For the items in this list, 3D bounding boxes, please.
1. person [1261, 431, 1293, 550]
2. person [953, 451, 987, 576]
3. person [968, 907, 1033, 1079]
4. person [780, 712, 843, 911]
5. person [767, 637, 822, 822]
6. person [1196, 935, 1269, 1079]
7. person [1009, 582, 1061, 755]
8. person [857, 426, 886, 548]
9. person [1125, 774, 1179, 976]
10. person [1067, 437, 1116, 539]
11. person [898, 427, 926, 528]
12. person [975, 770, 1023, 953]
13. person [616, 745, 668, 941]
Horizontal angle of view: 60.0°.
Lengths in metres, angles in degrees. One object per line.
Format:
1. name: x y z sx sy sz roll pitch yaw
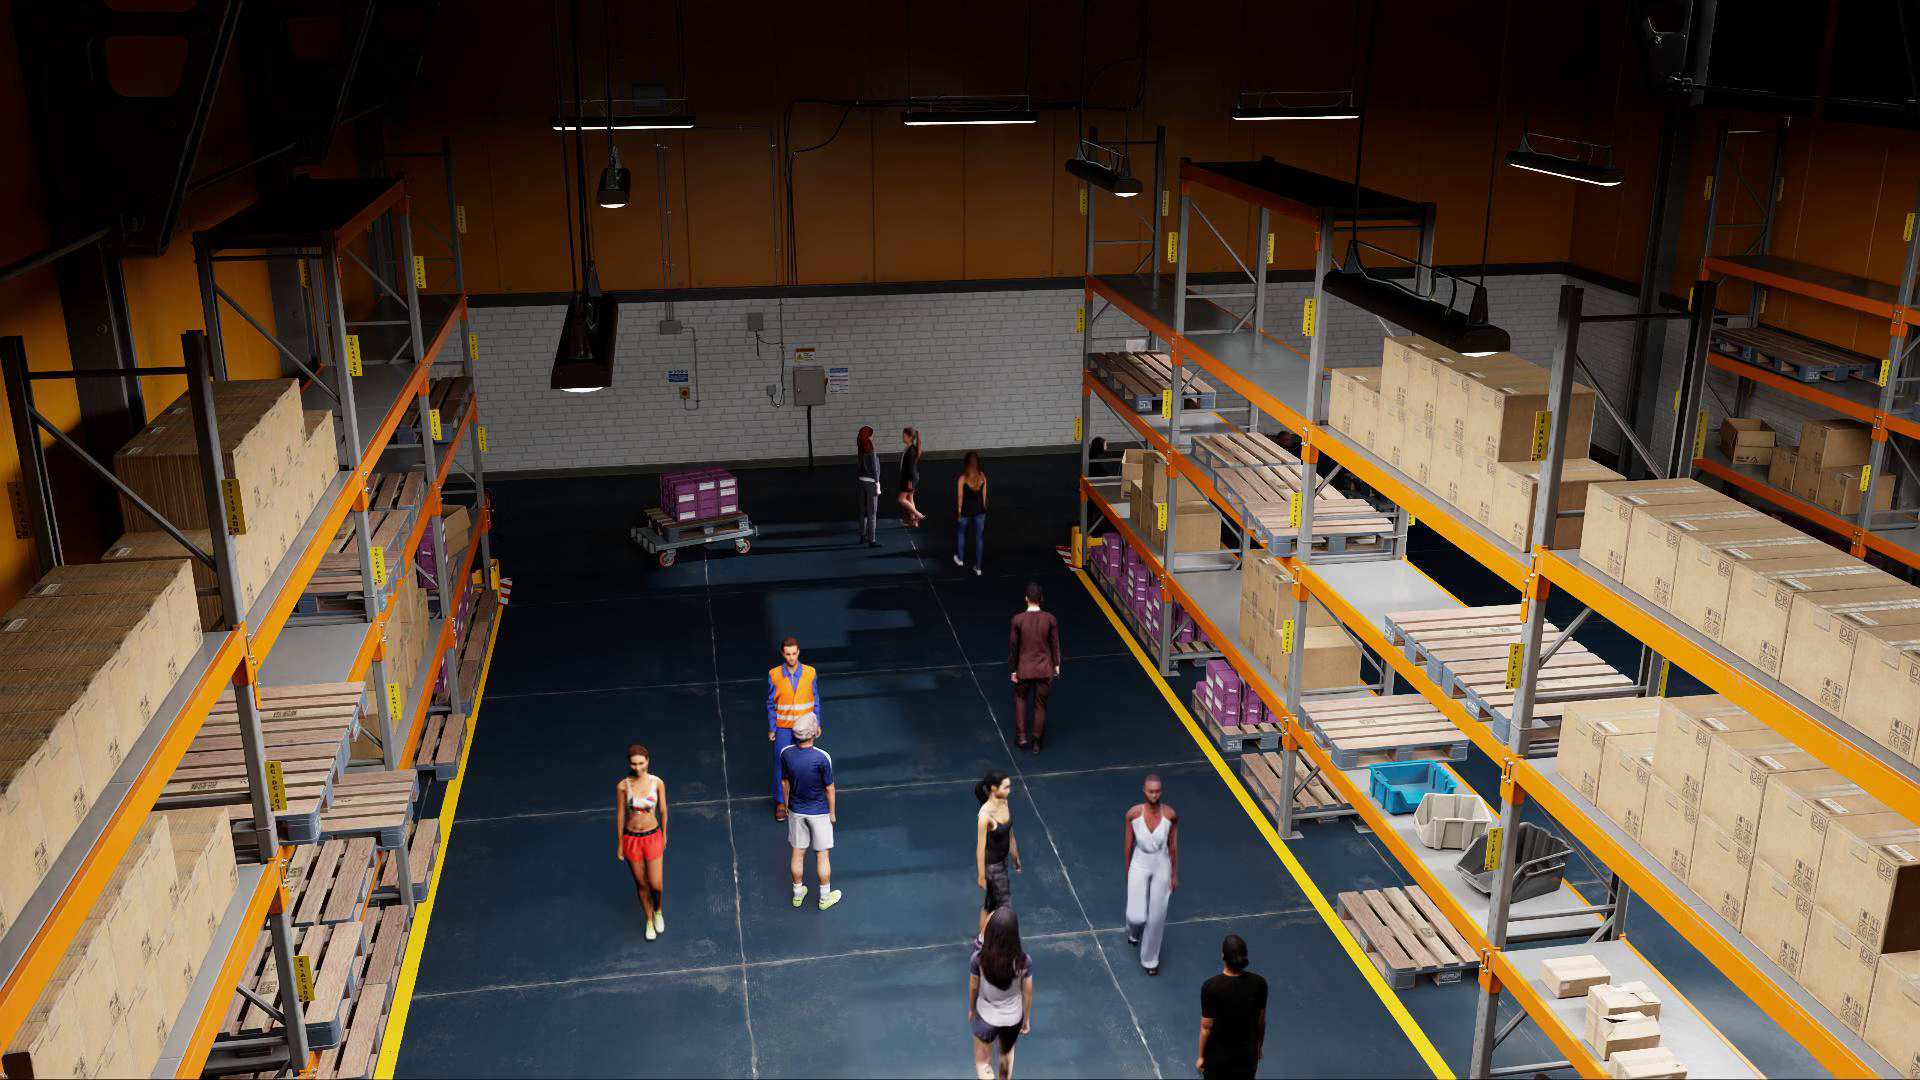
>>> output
1. person: 4.445 -0.677 23.619 0.922 1.804 0.978 -16 24 -39
2. person: 0.187 -0.337 22.776 0.629 1.697 0.889 -5 19 -15
3. person: 0.270 3.397 11.709 0.601 1.684 0.969 -2 19 -6
4. person: -1.318 2.361 14.544 0.717 1.839 0.708 5 19 15
5. person: -1.621 1.807 16.149 0.701 1.864 0.629 -5 19 -15
6. person: 1.843 3.487 11.331 0.625 1.756 0.522 -4 19 -11
7. person: 0.786 1.380 17.436 0.752 1.851 0.702 1 19 3
8. person: -1.318 -0.778 23.958 0.712 1.780 0.594 -14 23 -35
9. person: 1.554 2.703 13.647 0.654 1.763 0.770 0 19 -1
10. person: 1.906 -0.703 24.027 0.650 1.592 0.897 -4 19 -12
11. person: -0.666 -0.914 24.728 0.689 1.544 0.620 0 19 1
12. person: 0.193 2.679 13.802 0.740 1.709 0.667 9 20 24
13. person: -2.696 2.532 14.128 0.577 1.779 0.604 -3 19 -9
